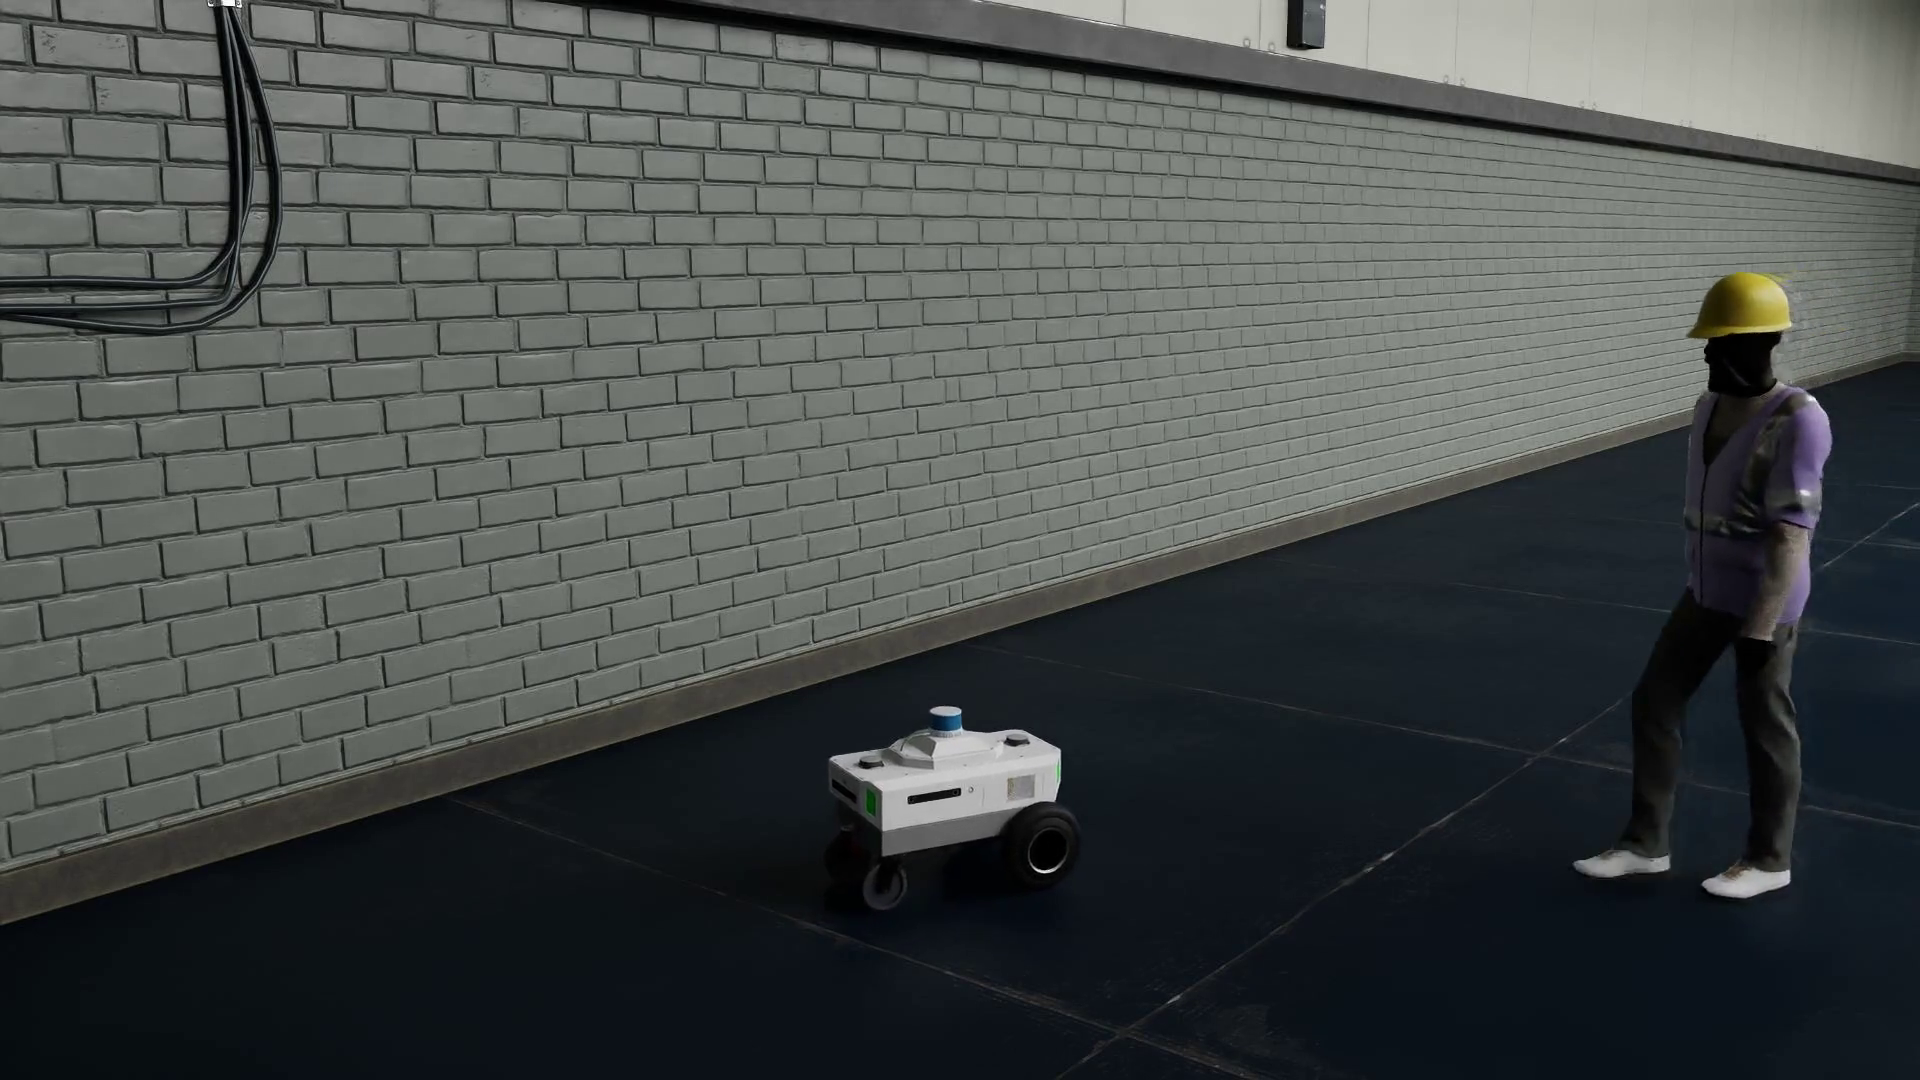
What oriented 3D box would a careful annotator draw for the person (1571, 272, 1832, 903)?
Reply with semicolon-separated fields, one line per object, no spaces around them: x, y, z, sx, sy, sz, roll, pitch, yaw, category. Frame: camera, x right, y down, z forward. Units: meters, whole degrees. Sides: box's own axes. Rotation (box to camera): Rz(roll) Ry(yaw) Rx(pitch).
2.228;0.168;4.959;0.787;1.897;0.617;-2;10;-9;person

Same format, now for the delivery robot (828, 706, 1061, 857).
-0.047;0.767;5.228;0.707;0.478;0.477;-5;11;-27;delivery robot
